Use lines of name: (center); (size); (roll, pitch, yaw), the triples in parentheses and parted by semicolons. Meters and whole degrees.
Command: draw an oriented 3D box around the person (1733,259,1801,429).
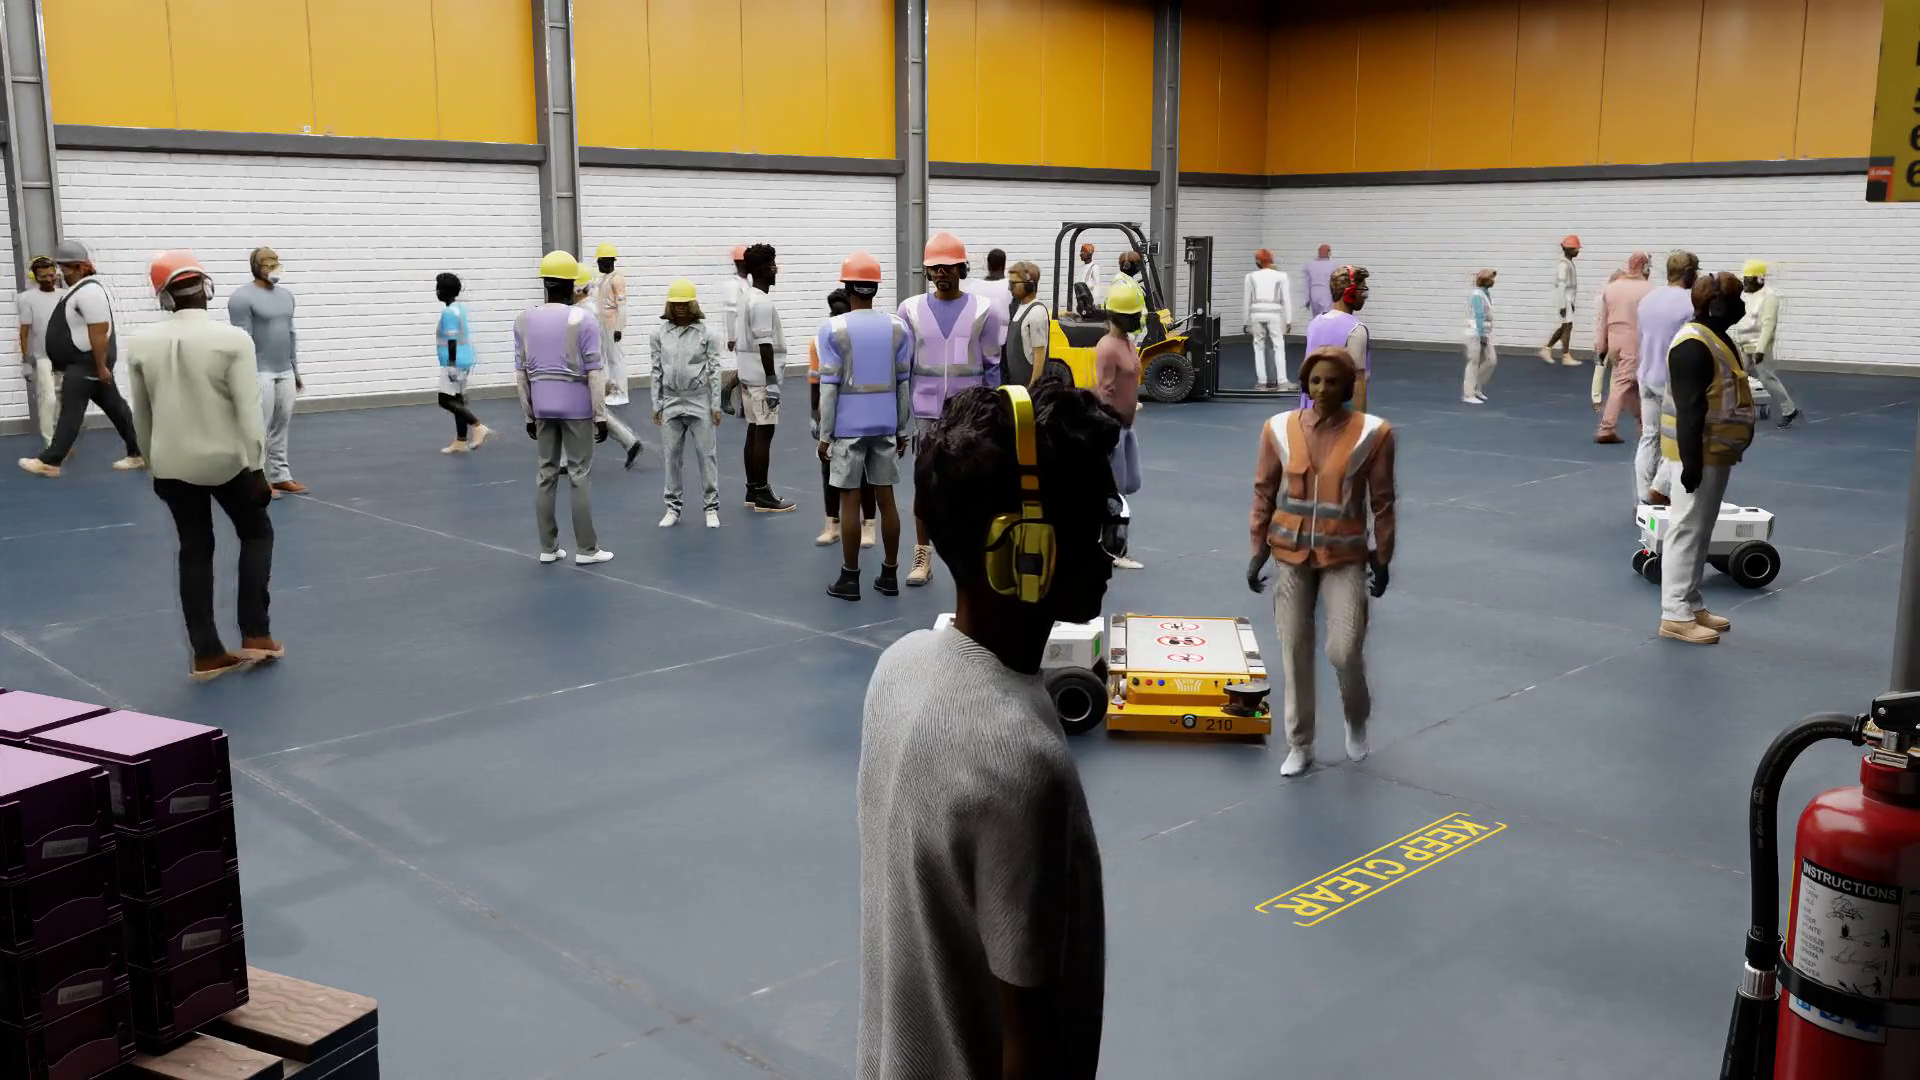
person: (8.386, -2.046, 17.416); (0.937, 1.788, 0.601); (-1, 10, -7)

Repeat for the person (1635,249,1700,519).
person: (5.031, -1.085, 11.773); (0.428, 1.925, 0.627); (-4, 11, -19)

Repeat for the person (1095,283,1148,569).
person: (0.890, -0.685, 10.117); (0.541, 1.743, 0.524); (5, 12, 26)

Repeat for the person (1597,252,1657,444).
person: (6.635, -1.871, 16.246); (0.999, 1.850, 0.678); (-4, 11, -23)

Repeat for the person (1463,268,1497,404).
person: (6.267, -2.444, 20.018); (0.387, 1.625, 0.514); (8, 13, 36)

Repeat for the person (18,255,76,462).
person: (-8.106, -1.614, 14.885); (0.411, 1.839, 0.600); (7, 13, 35)

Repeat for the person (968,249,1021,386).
person: (0.361, -1.981, 16.783); (0.615, 1.896, 0.746); (5, 11, 24)

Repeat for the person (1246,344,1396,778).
person: (1.343, 0.084, 6.211); (0.529, 1.627, 0.357); (5, 12, 26)

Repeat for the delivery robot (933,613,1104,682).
delivery robot: (0.246, 0.439, 6.951); (0.707, 0.478, 0.477); (1, 10, 5)

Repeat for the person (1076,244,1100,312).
person: (2.029, -3.789, 26.639); (0.355, 1.883, 0.575); (-5, 11, -24)

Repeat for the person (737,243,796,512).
person: (-1.447, -1.189, 12.233); (0.367, 1.966, 0.606); (-4, 11, -20)

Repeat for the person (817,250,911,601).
person: (-0.545, -0.630, 9.261); (0.549, 1.937, 0.358); (-5, 12, -27)

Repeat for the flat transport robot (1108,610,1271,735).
flat transport robot: (0.986, 0.557, 7.338); (0.652, 0.197, 1.431); (1, 10, 5)

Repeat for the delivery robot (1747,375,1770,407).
delivery robot: (8.552, -1.631, 18.234); (0.707, 0.478, 0.477); (-6, 12, -30)

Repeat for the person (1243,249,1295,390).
person: (4.030, -2.880, 21.804); (0.659, 1.849, 0.462); (2, 11, 13)

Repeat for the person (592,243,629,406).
person: (-4.173, -2.570, 19.867); (0.369, 1.925, 0.594); (-6, 12, -29)

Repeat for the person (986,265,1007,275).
person: (0.479, -2.987, 22.712); (0.910, 1.722, 0.523); (-3, 11, -15)

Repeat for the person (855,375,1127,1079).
person: (0.037, 0.742, 1.965); (0.317, 1.870, 0.523); (-4, 11, -18)

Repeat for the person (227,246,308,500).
person: (-5.339, -1.287, 12.840); (0.353, 1.938, 0.634); (3, 11, 18)

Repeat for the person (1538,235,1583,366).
person: (9.444, -3.735, 25.982); (0.593, 2.049, 0.643); (5, 11, 24)

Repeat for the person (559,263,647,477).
person: (-3.095, -1.433, 14.010); (0.813, 1.807, 0.579); (-2, 11, -13)

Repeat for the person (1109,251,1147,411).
person: (1.953, -2.422, 19.295); (0.429, 1.845, 0.627); (3, 11, 16)

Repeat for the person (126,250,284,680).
person: (-3.444, -0.350, 7.690); (0.655, 1.951, 0.635); (1, 10, 5)

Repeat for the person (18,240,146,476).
person: (-7.454, -1.572, 14.118); (1.045, 2.000, 0.700); (-6, 12, -28)

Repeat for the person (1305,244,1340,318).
person: (6.244, -4.164, 28.692); (0.653, 1.880, 0.799); (8, 13, 36)

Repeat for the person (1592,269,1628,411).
person: (7.547, -2.300, 19.194); (0.499, 1.633, 0.281); (-1, 10, -6)

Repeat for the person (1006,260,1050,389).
person: (0.471, -1.085, 12.001); (0.345, 1.845, 0.508); (-2, 11, -13)

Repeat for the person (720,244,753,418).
person: (-2.406, -2.288, 18.345); (0.473, 1.922, 0.547); (2, 11, 10)

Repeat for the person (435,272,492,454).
person: (-4.602, -1.608, 15.281); (0.421, 1.688, 0.535); (-1, 10, -7)

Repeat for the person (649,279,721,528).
person: (-1.890, -0.931, 11.481); (0.498, 1.731, 0.376); (1, 10, 5)

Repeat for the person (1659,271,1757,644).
person: (3.749, -0.419, 8.365); (0.429, 1.846, 0.633); (7, 13, 34)

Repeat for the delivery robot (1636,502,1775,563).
delivery robot: (4.362, -0.077, 9.761); (0.707, 0.478, 0.477); (1, 11, 8)

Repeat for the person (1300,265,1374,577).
person: (2.235, -0.701, 9.903); (0.375, 1.840, 0.575); (-3, 11, -18)

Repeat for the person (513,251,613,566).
person: (-2.432, -0.799, 10.209); (0.587, 1.928, 0.362); (3, 11, 16)

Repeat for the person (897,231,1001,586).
person: (-0.074, -0.737, 9.559); (0.615, 2.041, 0.387); (1, 10, 4)

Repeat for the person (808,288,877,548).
person: (-0.723, -0.786, 10.802); (0.537, 1.688, 0.318); (2, 11, 11)

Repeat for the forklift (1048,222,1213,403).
forklift: (1.935, -2.847, 20.651); (2.313, 2.155, 1.214); (2, 11, 13)

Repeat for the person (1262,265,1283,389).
person: (4.115, -2.811, 21.982); (0.266, 1.631, 0.507); (7, 13, 34)
